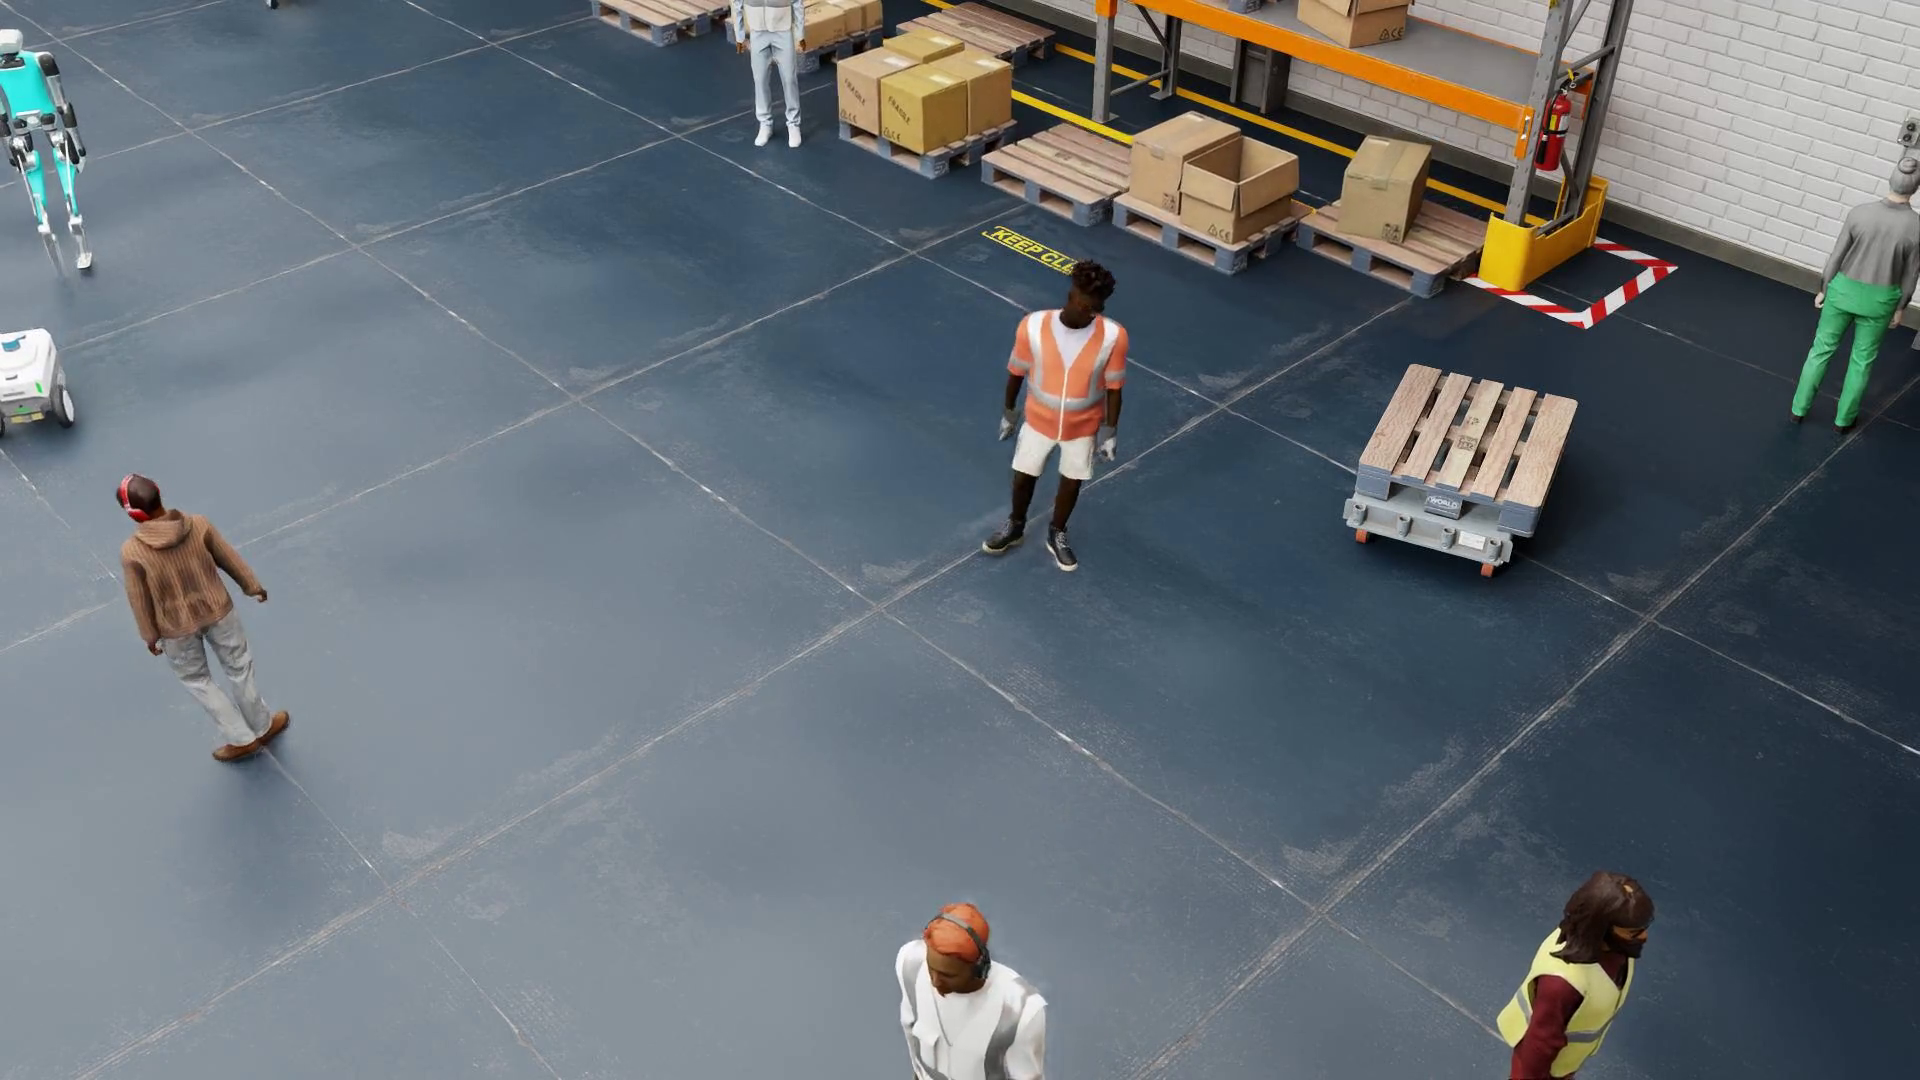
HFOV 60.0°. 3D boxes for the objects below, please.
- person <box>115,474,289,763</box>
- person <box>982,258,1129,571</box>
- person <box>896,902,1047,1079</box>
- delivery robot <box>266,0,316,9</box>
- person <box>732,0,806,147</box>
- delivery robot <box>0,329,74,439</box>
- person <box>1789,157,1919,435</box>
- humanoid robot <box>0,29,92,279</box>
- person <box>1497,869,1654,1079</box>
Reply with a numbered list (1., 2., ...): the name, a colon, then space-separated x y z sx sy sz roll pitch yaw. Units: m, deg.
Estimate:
1. person: -3.581 0.373 7.908 0.596 1.637 0.320 -27 45 -31
2. person: 0.527 -0.652 9.026 0.729 1.927 0.368 5 37 7
3. person: 0.029 1.908 5.712 0.589 1.837 0.981 17 40 21
4. delivery robot: -6.918 -5.770 16.932 0.499 0.592 0.774 -24 43 -28
5. person: -1.571 -4.199 13.738 0.595 1.908 0.408 1 37 1
6. delivery robot: -6.005 -1.040 10.667 0.499 0.587 0.777 -12 39 -15
7. person: 5.552 -1.504 10.222 0.515 1.839 0.332 22 42 26
8. humanoid robot: -6.536 -2.630 11.891 0.541 1.899 0.720 -11 38 -14
9. person: 2.110 1.795 5.913 0.379 1.767 0.466 30 46 34
